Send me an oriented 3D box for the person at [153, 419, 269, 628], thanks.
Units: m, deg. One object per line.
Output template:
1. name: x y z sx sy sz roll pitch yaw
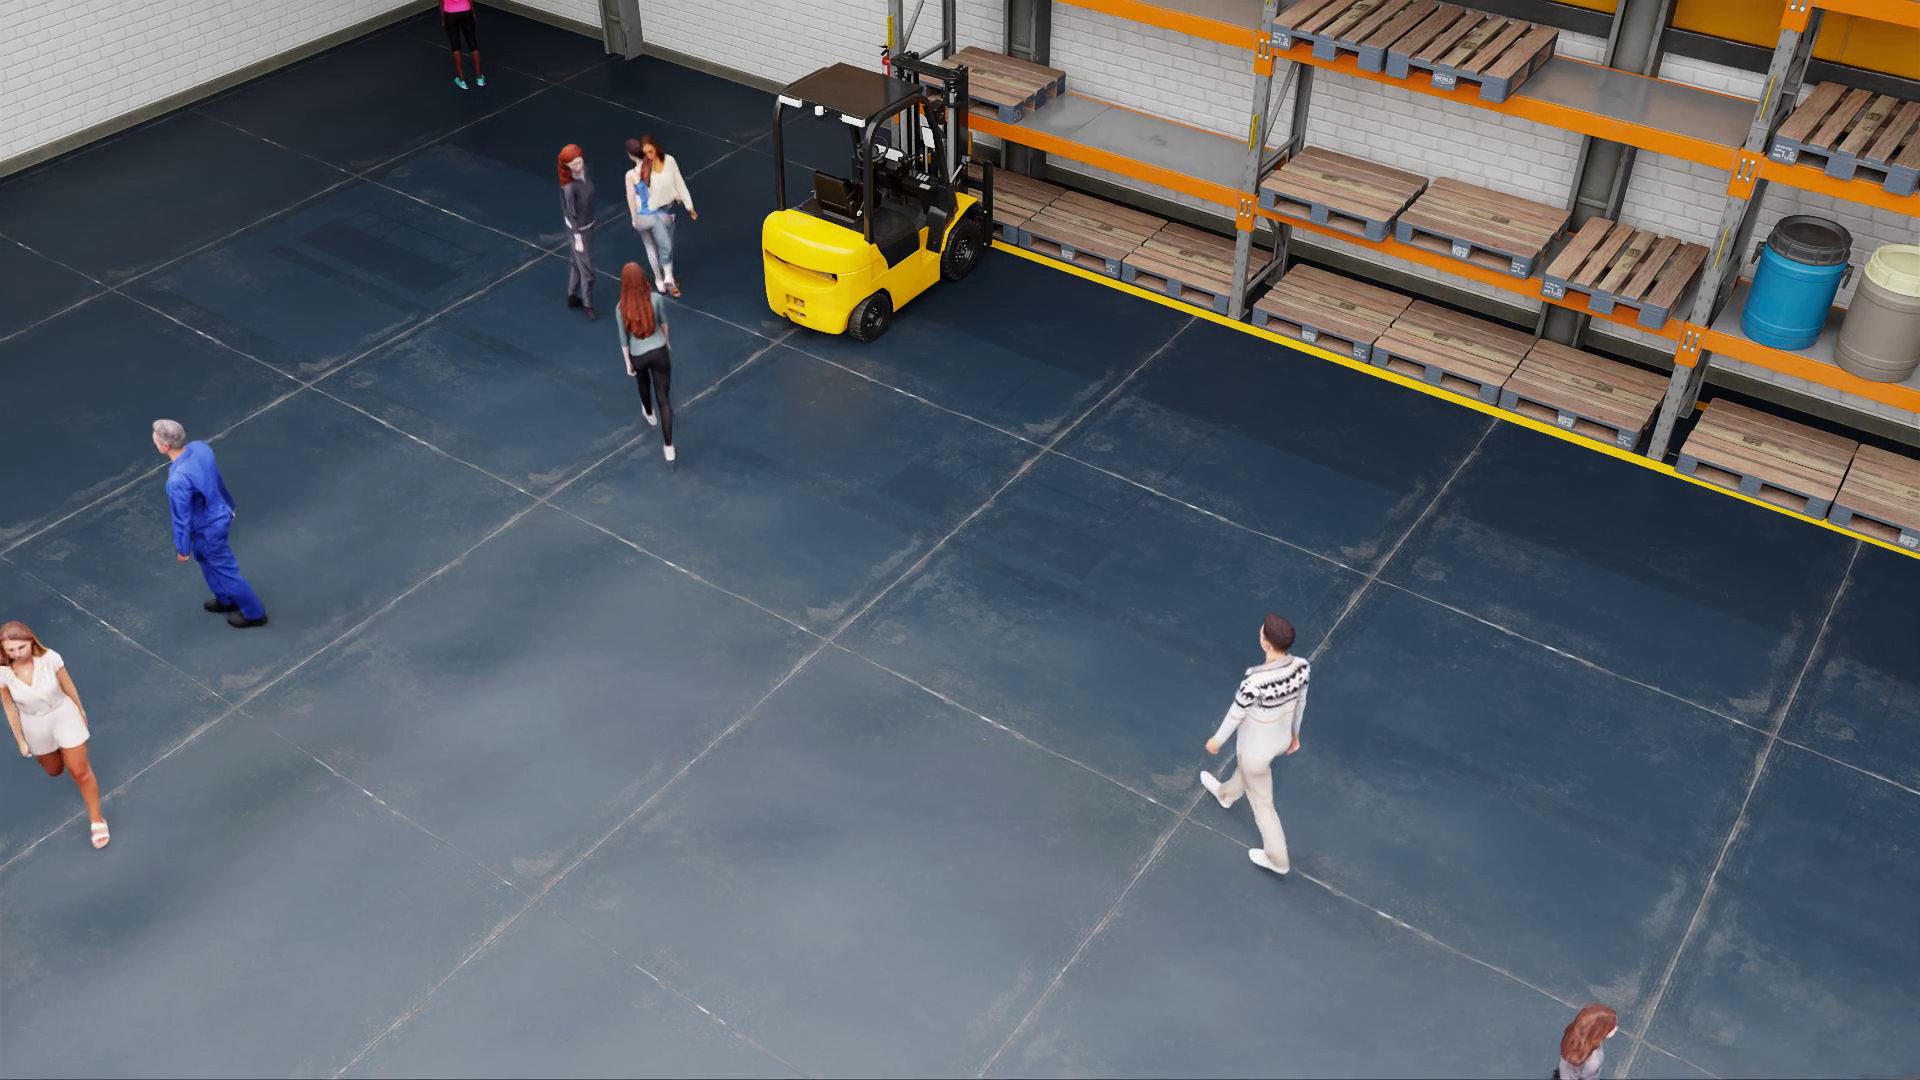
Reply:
1. person: -5.299 -0.095 11.931 0.972 1.812 0.932 -2 39 -2

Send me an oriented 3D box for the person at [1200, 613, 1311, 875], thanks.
1. person: 1.905 1.290 10.190 0.928 1.821 1.257 -26 45 -28

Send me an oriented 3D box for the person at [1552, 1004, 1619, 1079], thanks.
1. person: 3.233 2.834 8.836 0.614 1.097 0.576 5 39 6

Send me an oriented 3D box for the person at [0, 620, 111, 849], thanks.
1. person: -5.740 1.132 10.503 0.896 1.678 1.090 -17 42 -20

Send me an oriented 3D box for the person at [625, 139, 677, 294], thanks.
1. person: -2.907 -3.017 15.771 0.799 1.585 0.876 -10 40 -12

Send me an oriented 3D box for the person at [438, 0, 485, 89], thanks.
1. person: -5.932 -6.214 19.662 0.664 1.725 0.693 -17 42 -20

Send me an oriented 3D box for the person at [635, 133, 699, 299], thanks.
1. person: -2.903 -3.165 15.896 0.734 1.661 0.712 31 48 33

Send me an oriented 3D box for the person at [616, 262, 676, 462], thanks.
1. person: -2.536 -1.450 13.716 1.049 1.701 1.182 -10 40 -13

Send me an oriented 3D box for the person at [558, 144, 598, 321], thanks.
1. person: -3.533 -2.878 15.470 0.790 1.745 0.752 -1 39 -2
